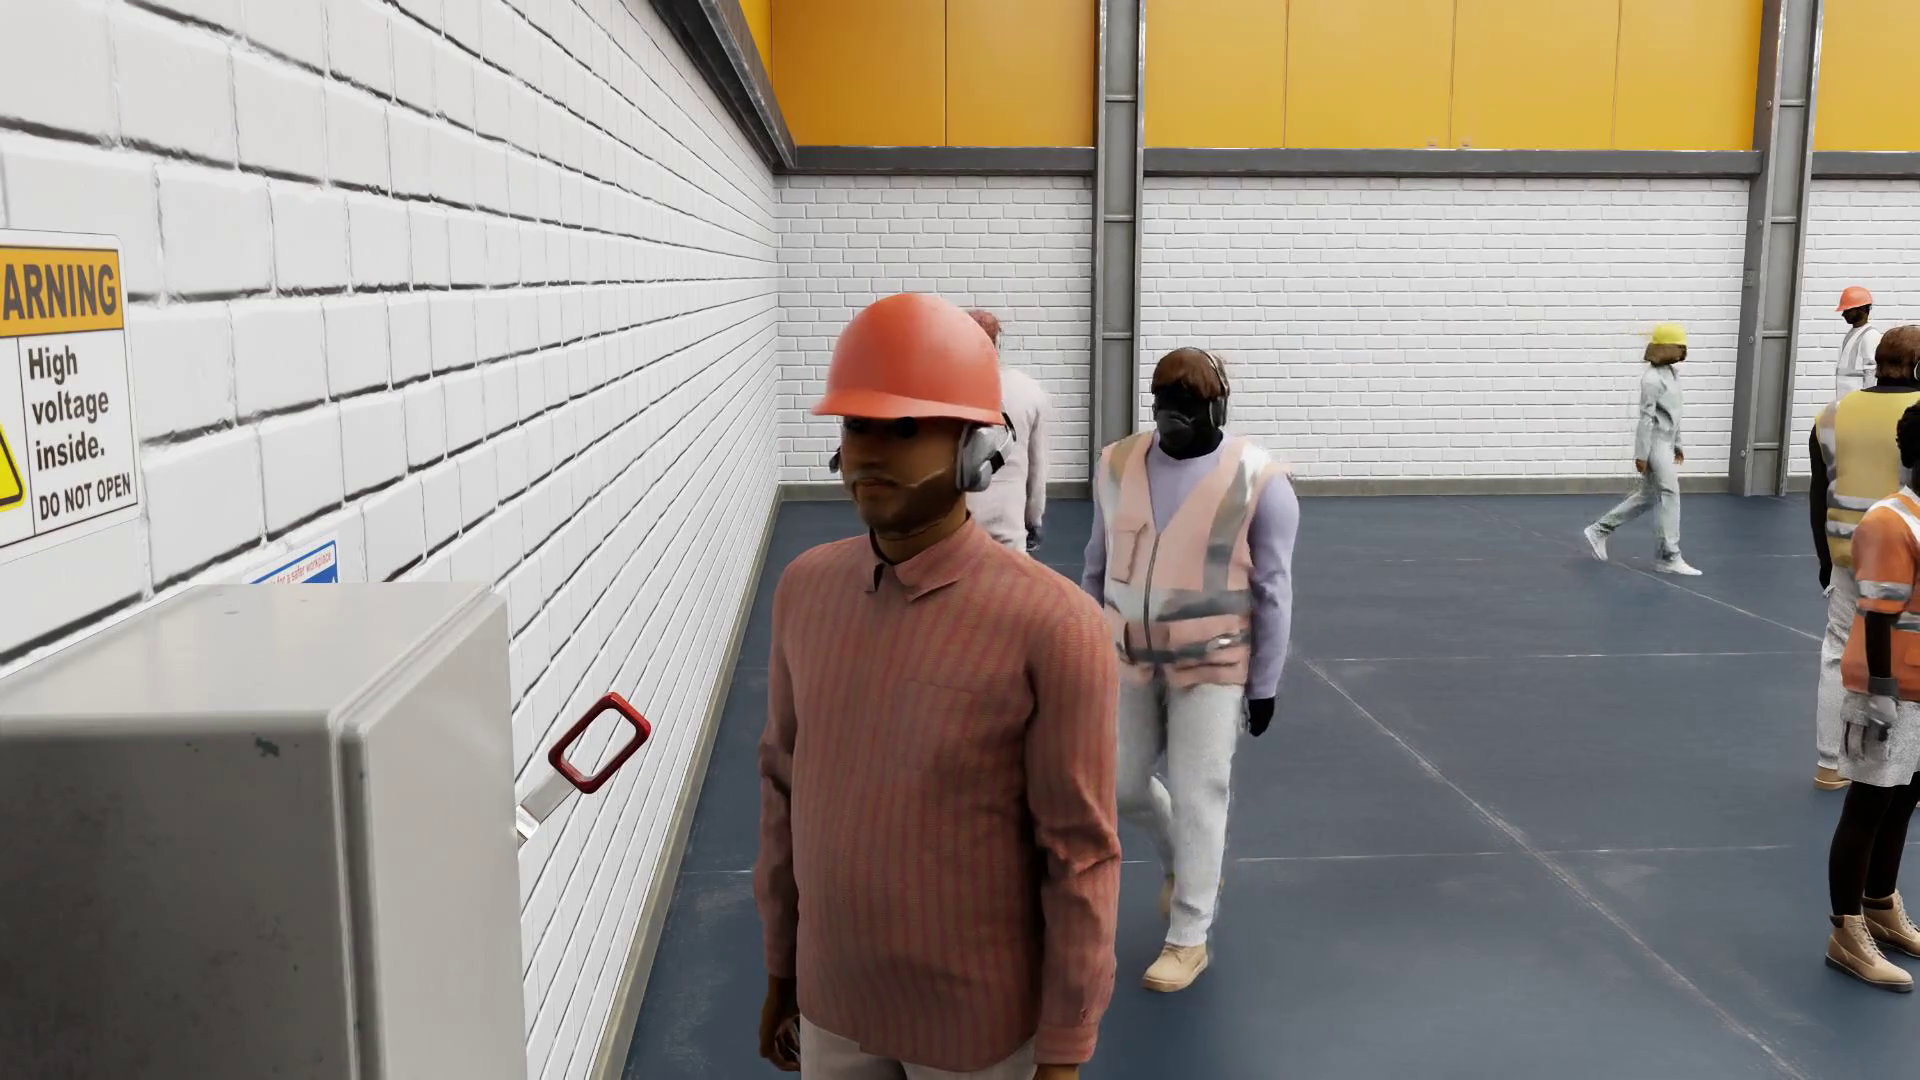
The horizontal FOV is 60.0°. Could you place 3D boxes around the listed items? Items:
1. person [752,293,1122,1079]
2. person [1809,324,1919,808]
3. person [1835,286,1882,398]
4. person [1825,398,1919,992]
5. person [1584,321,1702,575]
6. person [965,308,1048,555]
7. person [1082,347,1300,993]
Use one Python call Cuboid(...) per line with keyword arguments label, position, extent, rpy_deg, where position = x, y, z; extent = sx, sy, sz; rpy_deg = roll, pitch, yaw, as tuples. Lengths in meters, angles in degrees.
Cuboid(label="person", position=(-0.062, 0.653, 2.394), extent=(0.614, 1.997, 0.374), rpy_deg=(7, 11, 36))
Cuboid(label="person", position=(3.568, 0.100, 6.377), extent=(0.429, 1.839, 0.623), rpy_deg=(-5, 10, -27))
Cuboid(label="person", position=(7.719, -1.226, 14.408), extent=(0.368, 1.929, 0.542), rpy_deg=(1, 9, 7))
Cuboid(label="person", position=(2.730, 0.422, 4.784), extent=(0.530, 1.696, 0.321), rpy_deg=(-7, 12, -39))
Cuboid(label="person", position=(4.705, -0.640, 11.388), extent=(0.766, 1.721, 0.486), rpy_deg=(7, 11, 36))
Cuboid(label="person", position=(0.091, -0.128, 7.732), extent=(0.680, 1.907, 0.738), rpy_deg=(-3, 10, -20))
Cuboid(label="person", position=(0.650, 0.353, 4.810), extent=(0.644, 1.825, 0.515), rpy_deg=(6, 11, 32))
